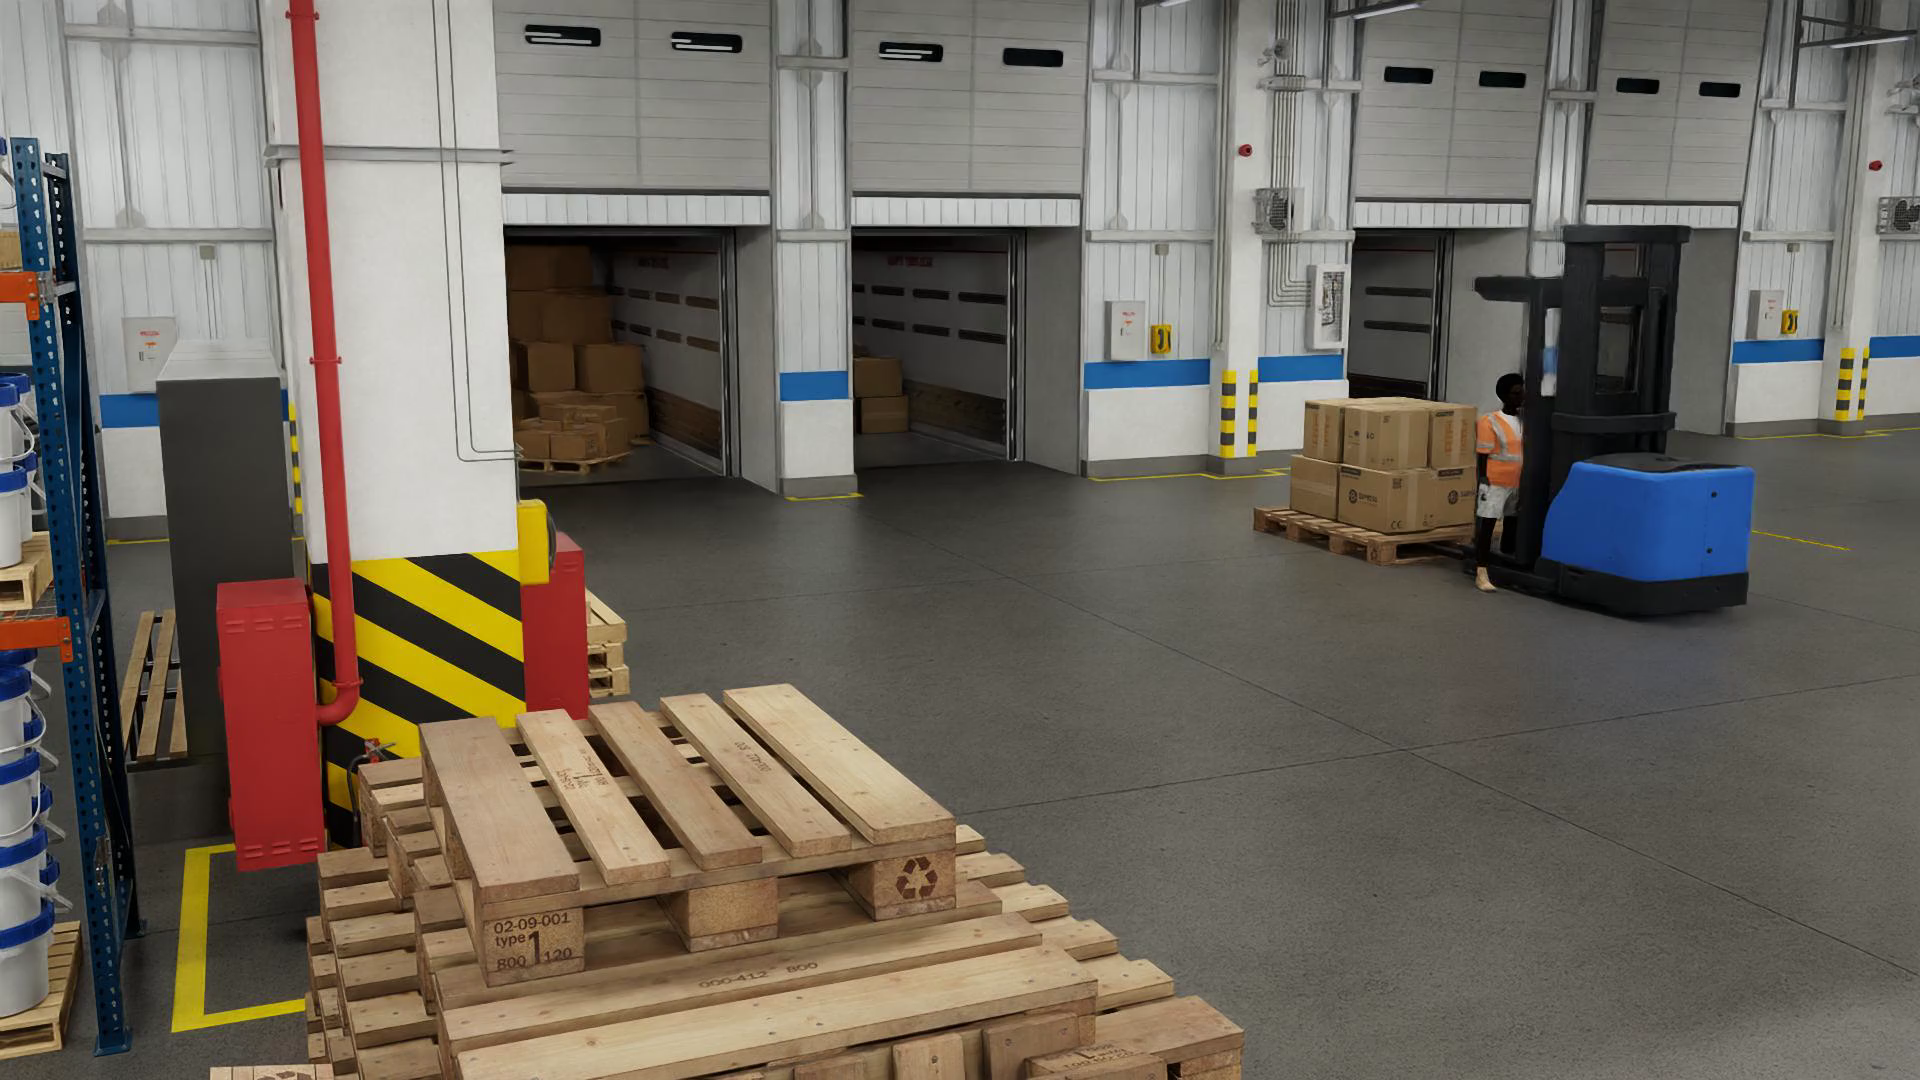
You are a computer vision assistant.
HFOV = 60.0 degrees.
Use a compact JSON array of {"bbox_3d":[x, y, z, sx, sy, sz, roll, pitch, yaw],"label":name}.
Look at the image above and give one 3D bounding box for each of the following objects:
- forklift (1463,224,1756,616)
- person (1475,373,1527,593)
[{"bbox_3d":[4.938,-0.970,12.534,1.129,2.768,1.873,-4,11,-23],"label":"forklift"},{"bbox_3d":[4.224,-0.443,12.882,0.537,1.700,0.318,-4,11,-21],"label":"person"}]
